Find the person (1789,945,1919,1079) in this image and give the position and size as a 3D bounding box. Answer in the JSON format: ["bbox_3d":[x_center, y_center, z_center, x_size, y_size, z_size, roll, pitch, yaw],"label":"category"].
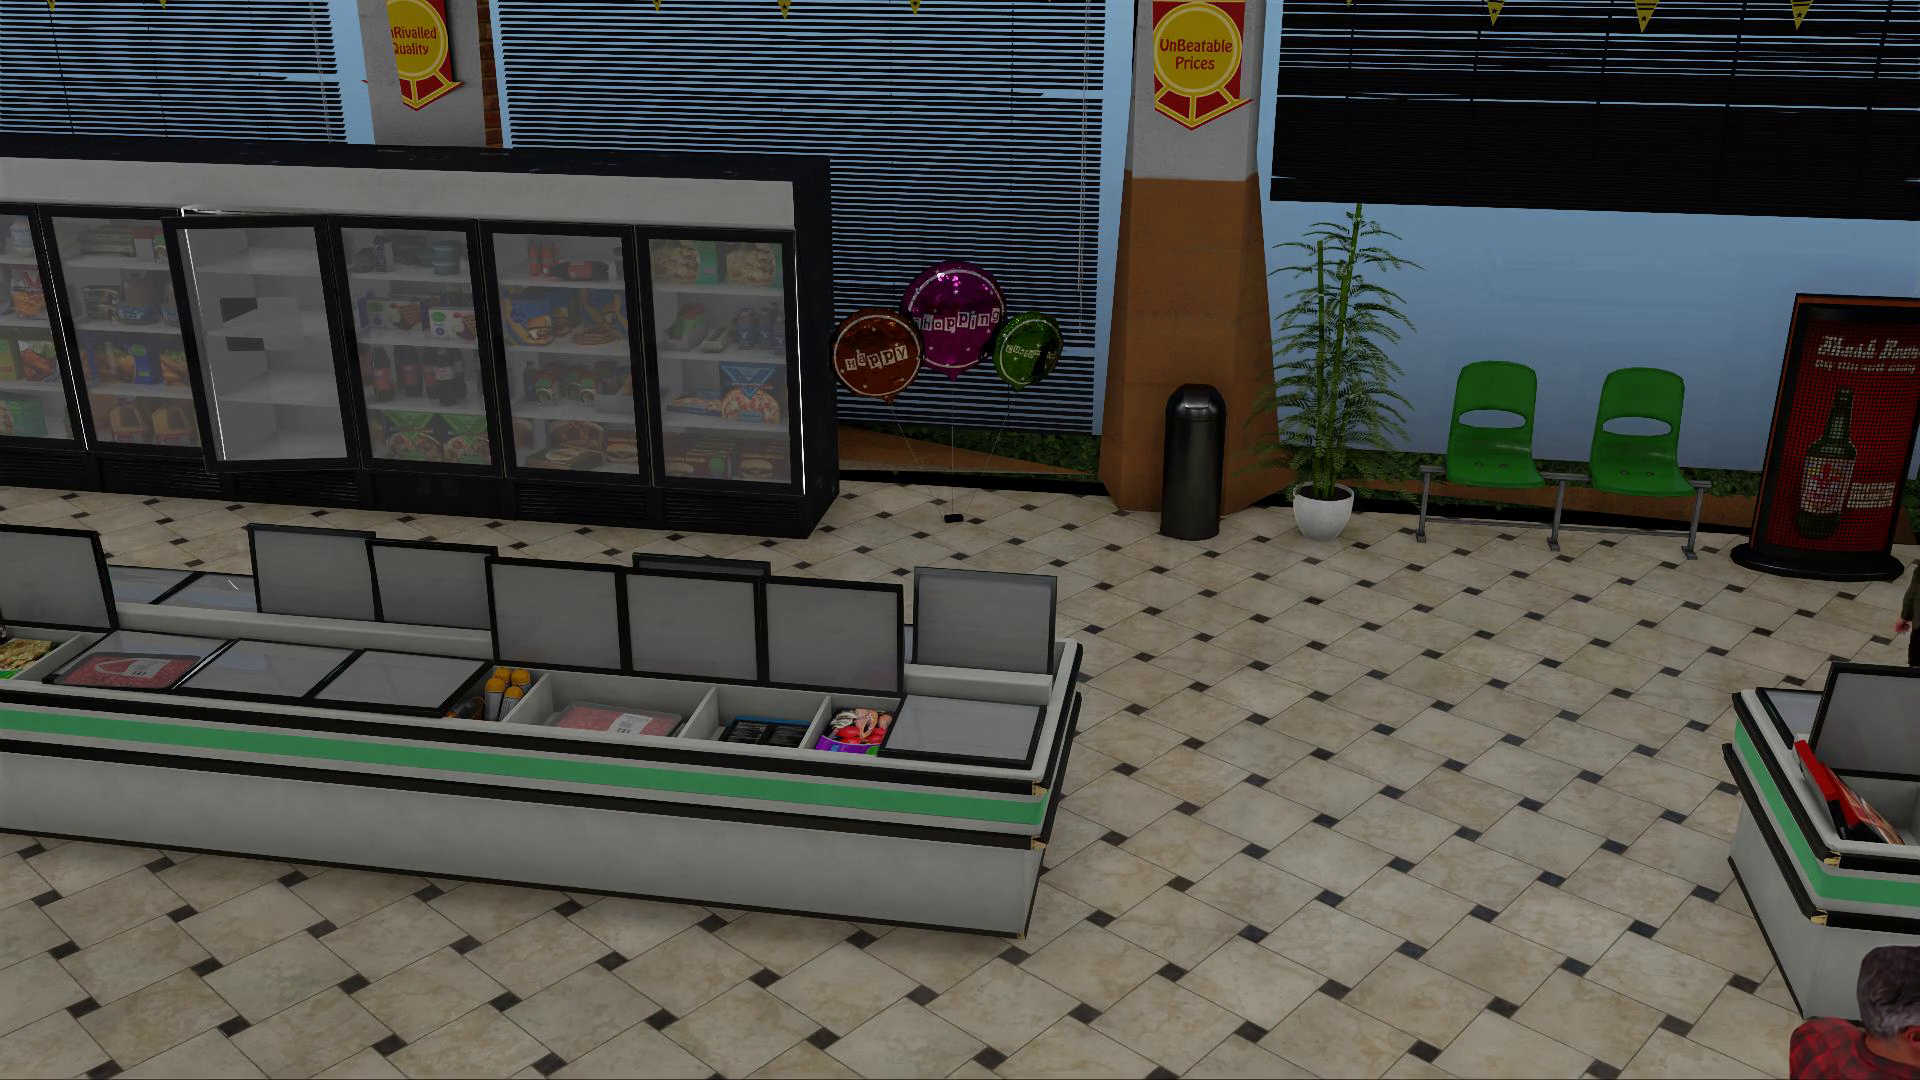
[{"bbox_3d":[2.079,1.745,3.946,0.590,1.831,0.715,1,22,2],"label":"person"}]
